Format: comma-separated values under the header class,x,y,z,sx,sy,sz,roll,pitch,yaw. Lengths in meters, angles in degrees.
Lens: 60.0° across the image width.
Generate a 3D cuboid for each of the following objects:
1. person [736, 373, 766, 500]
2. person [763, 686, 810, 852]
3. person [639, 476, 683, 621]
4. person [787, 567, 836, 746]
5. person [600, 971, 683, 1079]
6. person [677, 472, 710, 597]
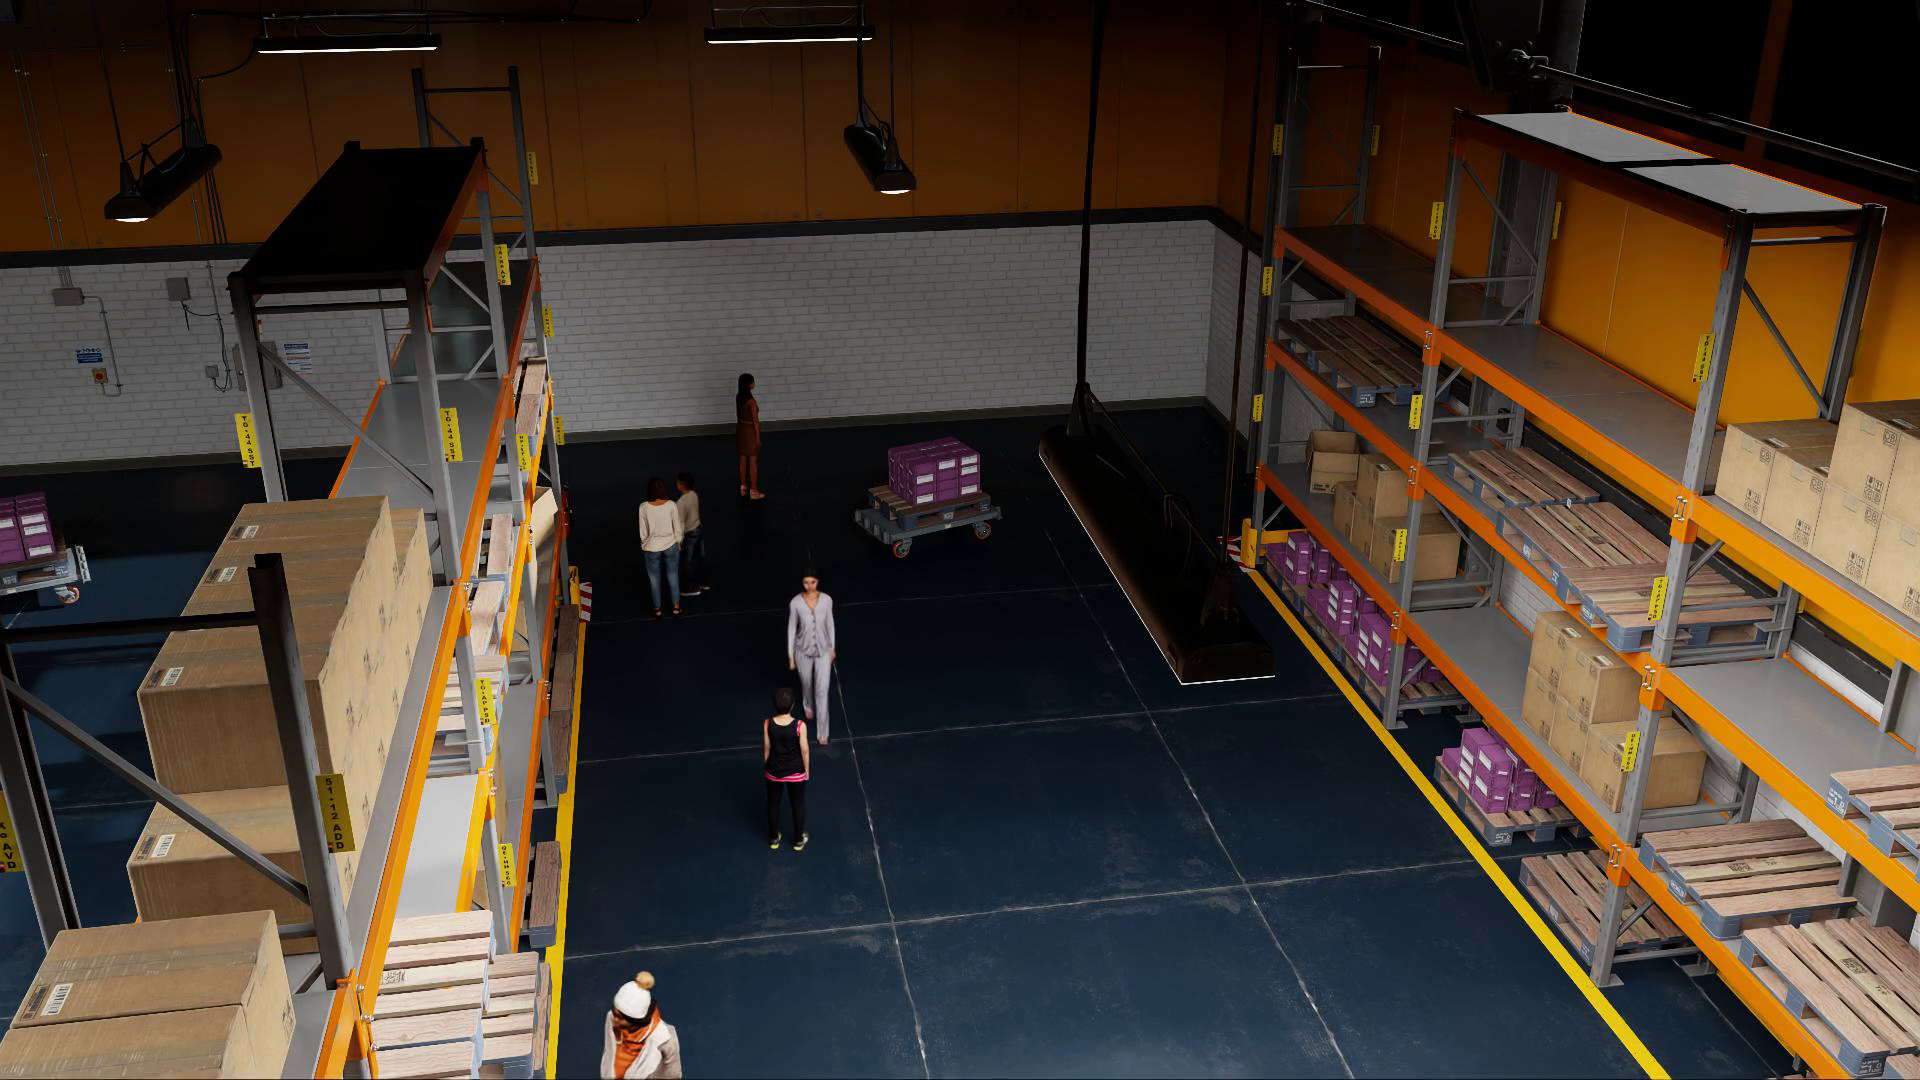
class,x,y,z,sx,sy,sz,roll,pitch,yaw
person,-2.759,-1.363,21.699,0.697,1.689,0.594,-19,30,-36
person,-1.504,1.958,14.277,0.594,1.549,0.579,2,24,4
person,-3.311,0.081,18.405,0.616,1.682,0.521,-5,24,-10
person,-1.448,1.053,16.135,0.616,1.719,1.074,-4,24,-9
person,-1.970,3.457,10.409,0.822,1.901,0.858,10,26,23
person,-3.067,-0.076,19.046,0.685,1.456,0.584,8,25,17
